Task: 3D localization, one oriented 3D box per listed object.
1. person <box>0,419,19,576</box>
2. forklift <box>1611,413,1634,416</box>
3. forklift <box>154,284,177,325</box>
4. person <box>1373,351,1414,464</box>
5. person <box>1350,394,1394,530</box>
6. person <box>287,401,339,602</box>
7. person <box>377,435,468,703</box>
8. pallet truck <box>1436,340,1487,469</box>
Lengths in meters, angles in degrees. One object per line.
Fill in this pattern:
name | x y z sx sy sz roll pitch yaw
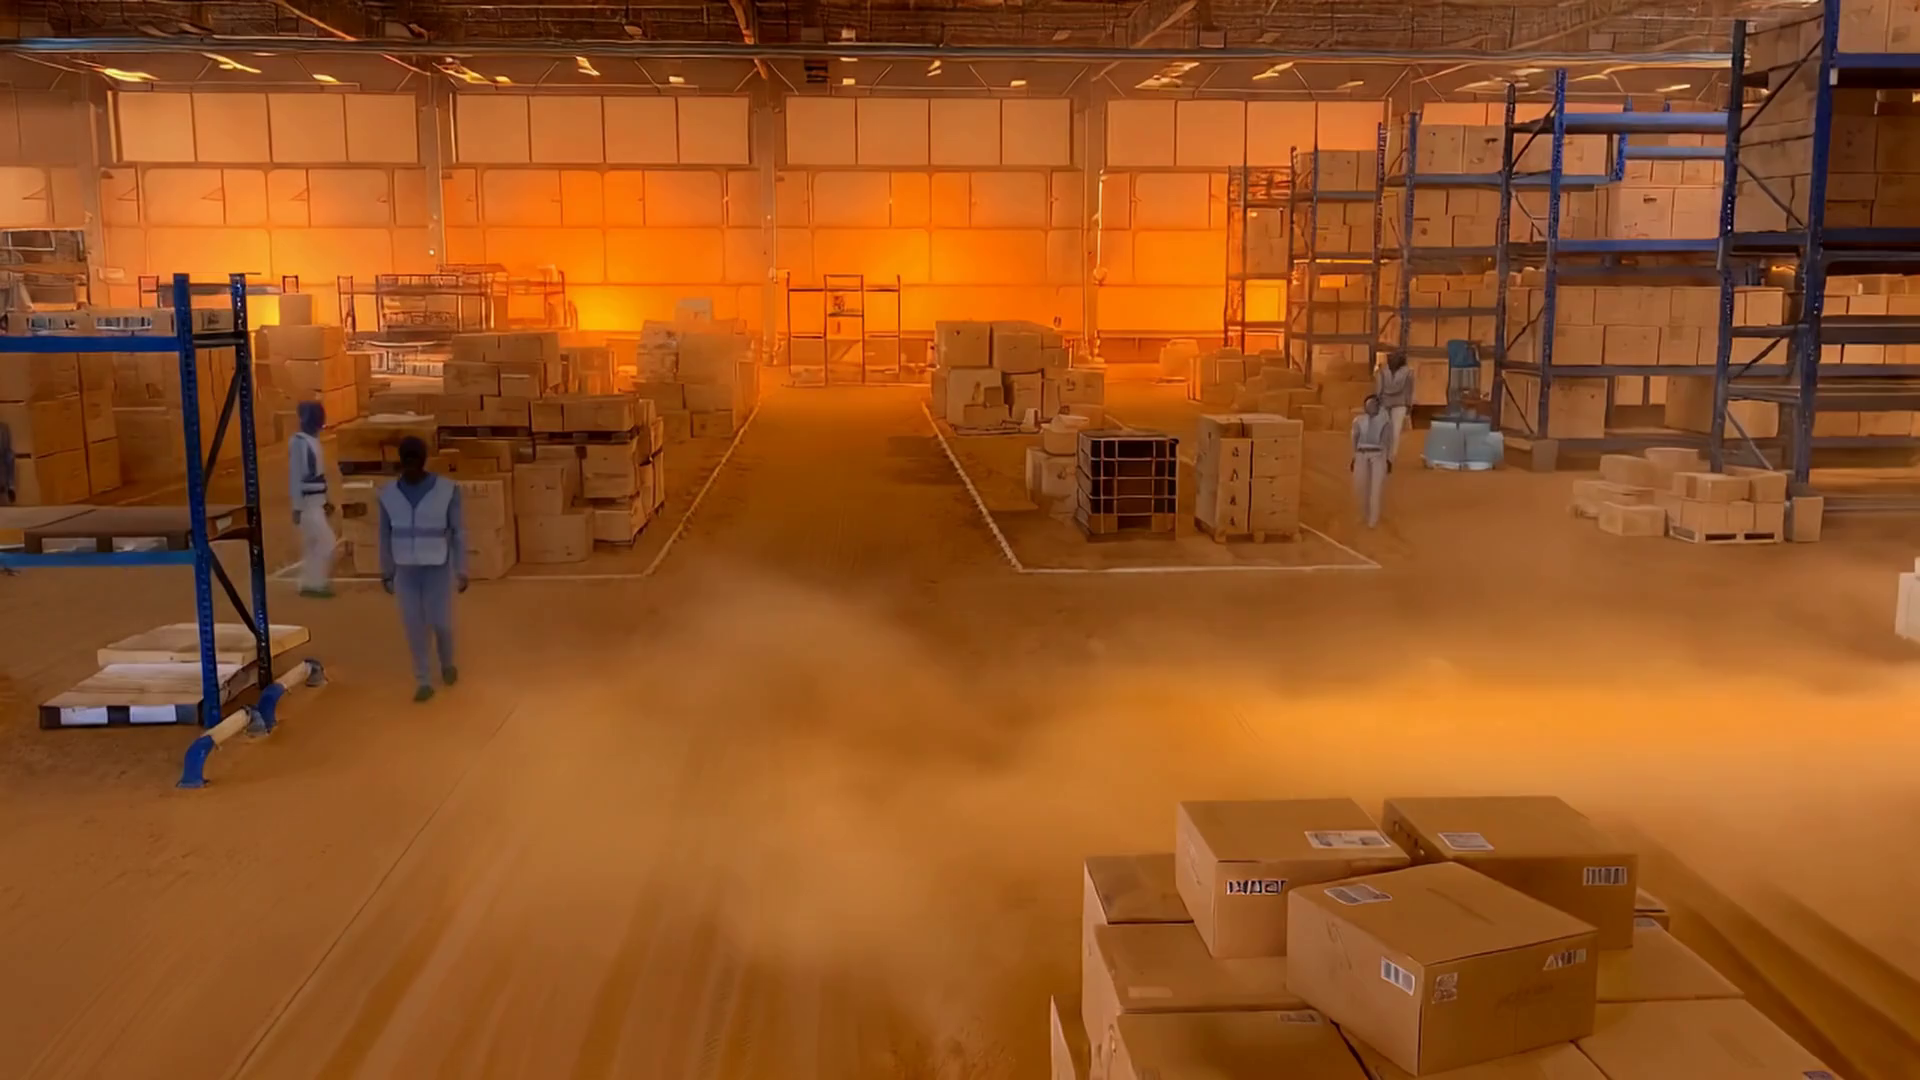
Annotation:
person | -9.711 -0.569 16.590 0.380 1.924 0.593 4 10 26
forklift | 13.909 -4.153 36.108 1.873 2.768 1.129 8 12 40
forklift | -17.795 -4.385 37.562 1.873 2.768 1.129 -6 11 -32
person | 7.043 -2.170 27.037 0.624 1.804 0.921 4 10 23
person | 4.895 -0.927 19.788 0.519 1.629 0.386 4 10 21
person | -5.909 -0.341 15.329 0.562 1.865 0.623 -1 9 -3
person | -3.826 0.191 11.876 0.622 1.905 0.492 0 9 -2
pallet truck | 8.004 -2.170 26.422 0.823 1.965 1.885 2 9 14
